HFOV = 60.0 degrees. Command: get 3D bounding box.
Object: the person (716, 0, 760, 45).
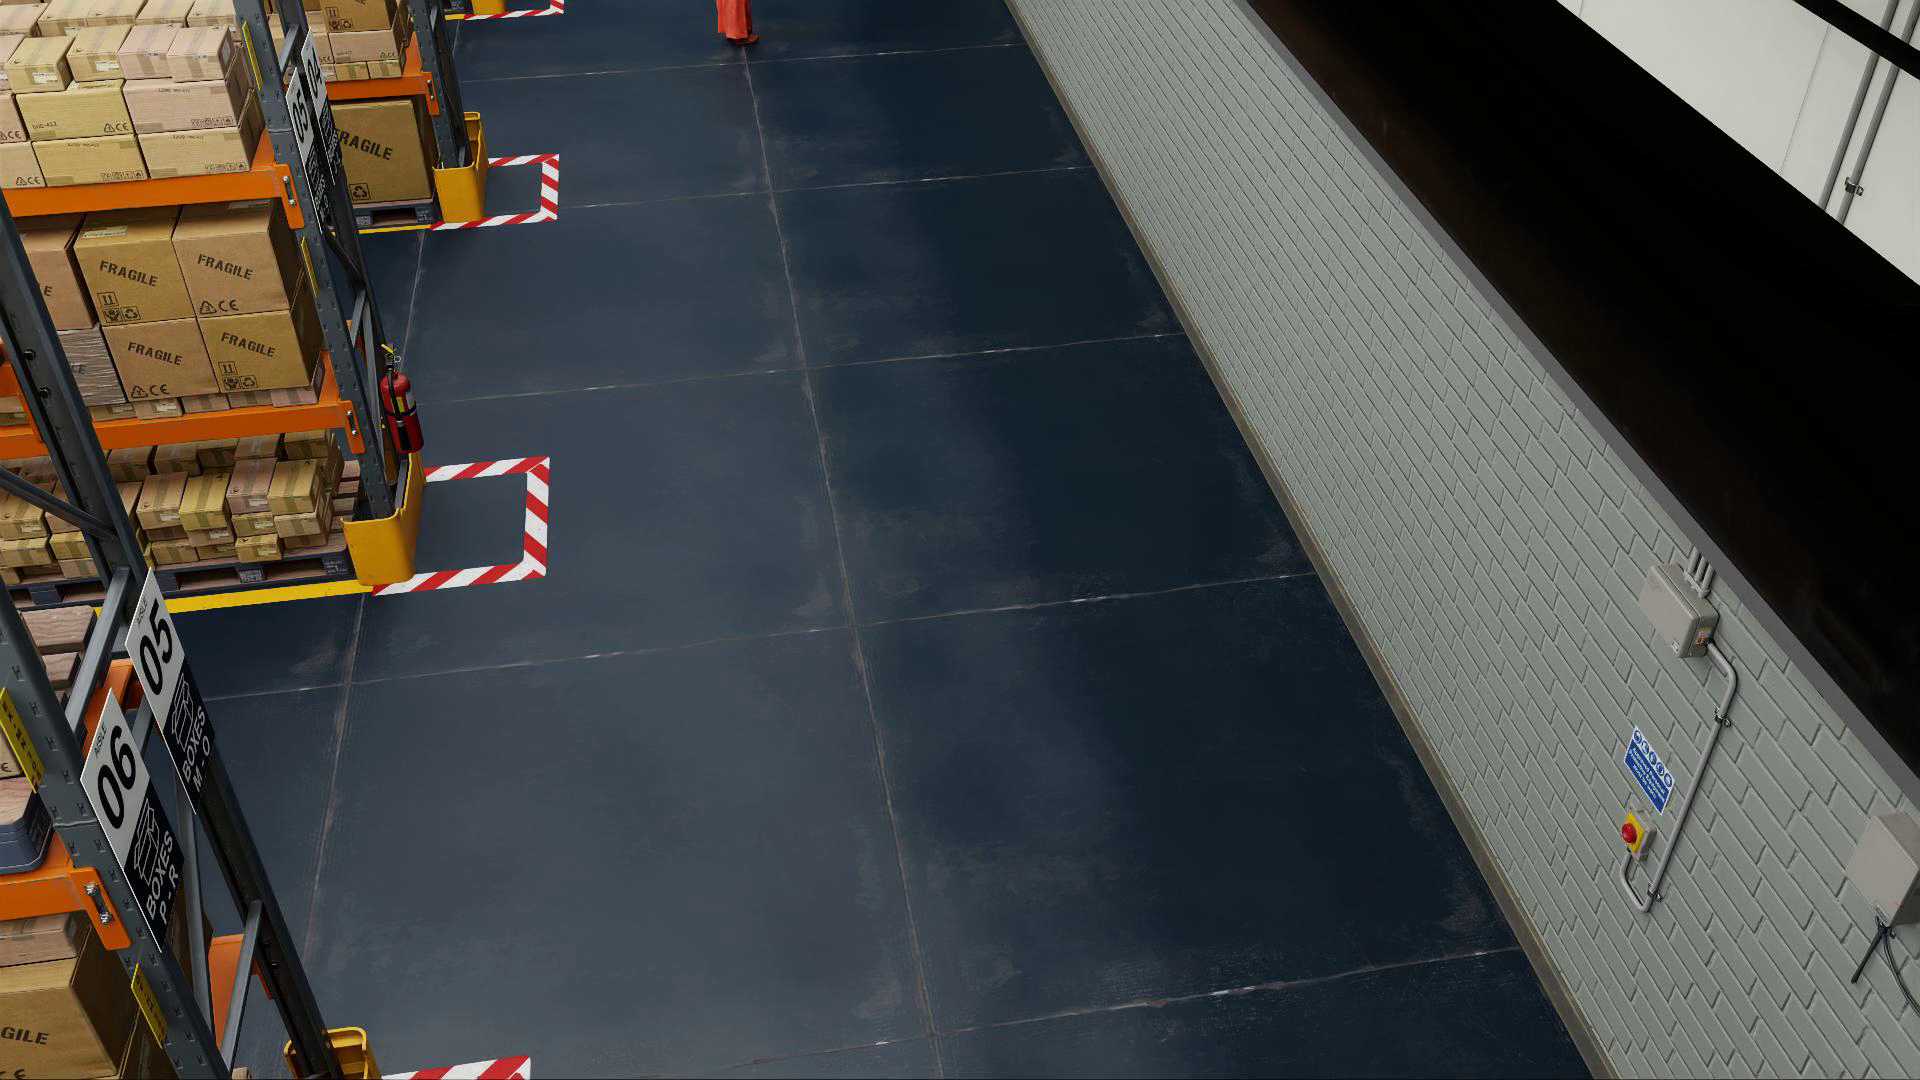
[{"bbox_3d":[-2.353,-6.038,17.130,0.716,1.802,0.719,-23,43,-26],"label":"person"}]
